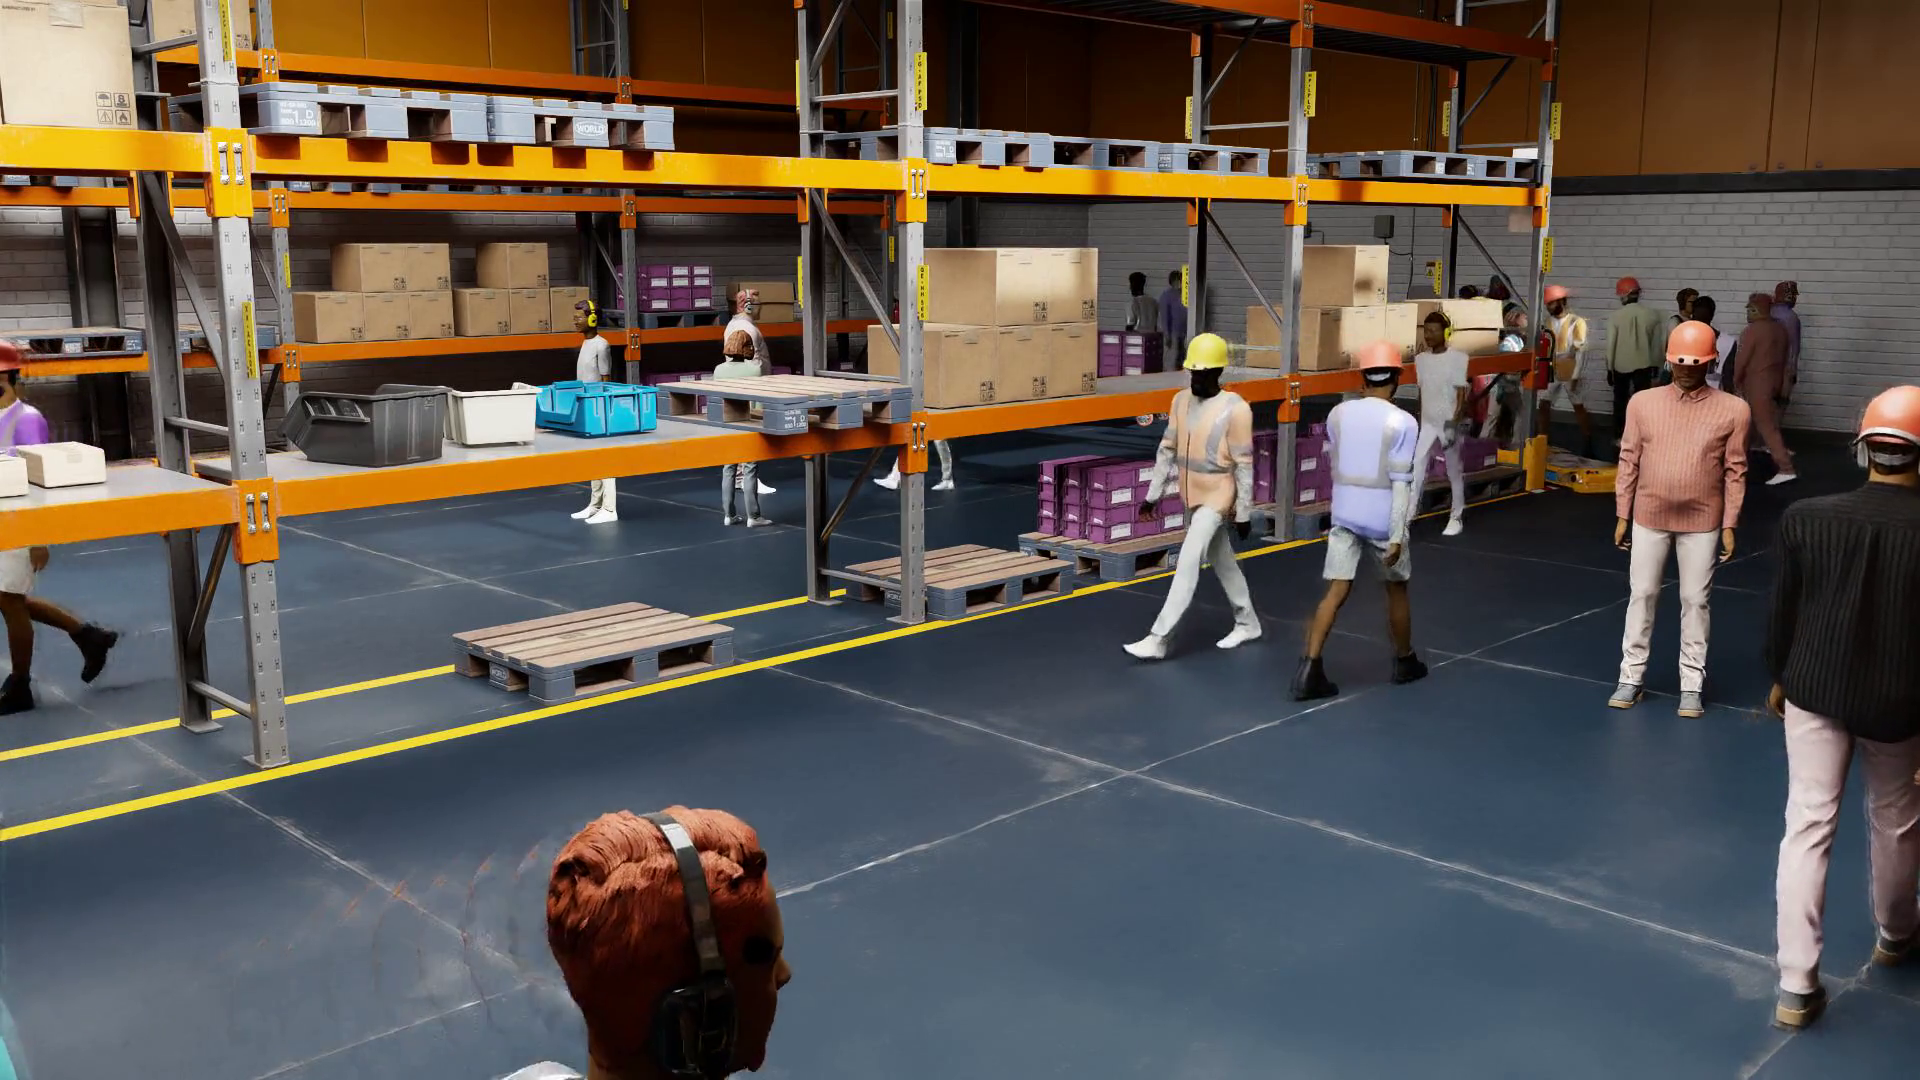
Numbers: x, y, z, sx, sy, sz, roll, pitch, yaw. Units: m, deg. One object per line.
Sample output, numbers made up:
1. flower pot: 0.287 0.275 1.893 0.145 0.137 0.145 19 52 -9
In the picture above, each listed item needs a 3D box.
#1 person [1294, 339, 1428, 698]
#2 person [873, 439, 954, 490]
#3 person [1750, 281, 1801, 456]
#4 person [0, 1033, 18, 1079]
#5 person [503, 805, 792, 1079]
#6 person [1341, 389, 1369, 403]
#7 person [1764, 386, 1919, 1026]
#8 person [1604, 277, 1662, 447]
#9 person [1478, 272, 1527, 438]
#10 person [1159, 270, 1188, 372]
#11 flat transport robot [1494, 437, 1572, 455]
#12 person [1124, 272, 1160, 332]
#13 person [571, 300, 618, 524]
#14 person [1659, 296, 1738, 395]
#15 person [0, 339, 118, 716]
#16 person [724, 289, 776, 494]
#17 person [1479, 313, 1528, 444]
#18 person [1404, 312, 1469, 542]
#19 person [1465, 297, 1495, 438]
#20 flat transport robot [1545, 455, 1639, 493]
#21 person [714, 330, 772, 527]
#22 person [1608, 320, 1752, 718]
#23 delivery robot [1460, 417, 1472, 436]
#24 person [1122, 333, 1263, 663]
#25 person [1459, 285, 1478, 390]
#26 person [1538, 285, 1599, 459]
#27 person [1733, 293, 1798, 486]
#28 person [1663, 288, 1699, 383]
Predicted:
1. person: 2.117 -0.113 8.736 0.538 1.879 0.982 9 14 41
2. person: -0.400 -1.234 15.590 0.840 1.593 0.507 -7 13 -35
3. person: 9.006 -1.884 18.286 0.403 1.905 0.652 -1 10 -7
4. person: -2.892 0.768 4.278 0.852 1.724 0.548 -2 11 -8
5. person: -0.265 1.174 1.704 0.452 1.868 0.614 -8 13 -37
6. person: 4.167 -1.702 17.594 0.784 1.785 0.615 -3 11 -14
7. person: 2.854 0.486 5.235 0.624 1.937 1.012 9 14 40
8. person: 7.549 -1.961 18.652 0.651 1.954 0.952 2 11 11
9. person: 6.073 -2.056 18.856 0.687 2.000 0.930 4 11 20
10. person: 3.274 -3.040 24.659 0.797 1.899 0.396 -7 13 -35
11. flat transport robot: 5.765 -0.917 17.471 0.652 0.197 1.431 -2 11 -12
12. person: 2.480 -2.657 22.478 0.649 1.930 0.930 -7 13 -35
13. person: -3.090 -1.077 13.983 0.328 1.872 0.515 -7 12 -32
14. person: 6.541 -1.225 14.758 0.611 1.882 0.924 7 13 35
15. person: -4.725 -0.082 8.451 0.547 1.917 0.691 9 13 39
16. person: -1.963 -1.389 15.586 0.408 1.906 0.654 -5 11 -25
17. person: 5.737 -1.551 17.310 0.703 1.597 0.525 8 13 37
18. person: 3.751 -0.886 13.132 0.497 1.805 1.019 10 14 43
19. person: 5.616 -1.775 18.159 0.640 1.733 0.525 7 13 35
20. flat transport robot: 5.898 -0.657 16.058 0.652 0.197 1.431 -3 11 -15
21. person: -1.804 -0.919 13.766 0.499 1.633 0.286 6 12 28
22. person: 3.600 -0.105 8.359 0.608 1.989 0.386 6 12 30
23. delivery robot: 5.334 -1.277 18.405 0.477 0.478 0.707 -4 11 -20
24. person: 1.380 -0.242 9.447 1.045 1.863 0.594 -5 12 -27
25. person: 5.779 -2.012 19.176 0.811 1.831 0.573 -1 10 -3
26. person: 6.535 -1.794 17.887 0.831 1.897 0.580 -8 13 -38
27. person: 7.793 -1.471 16.202 0.663 1.856 1.020 -7 13 -34
28. person: 7.745 -1.777 17.865 0.338 1.845 0.514 10 14 44
